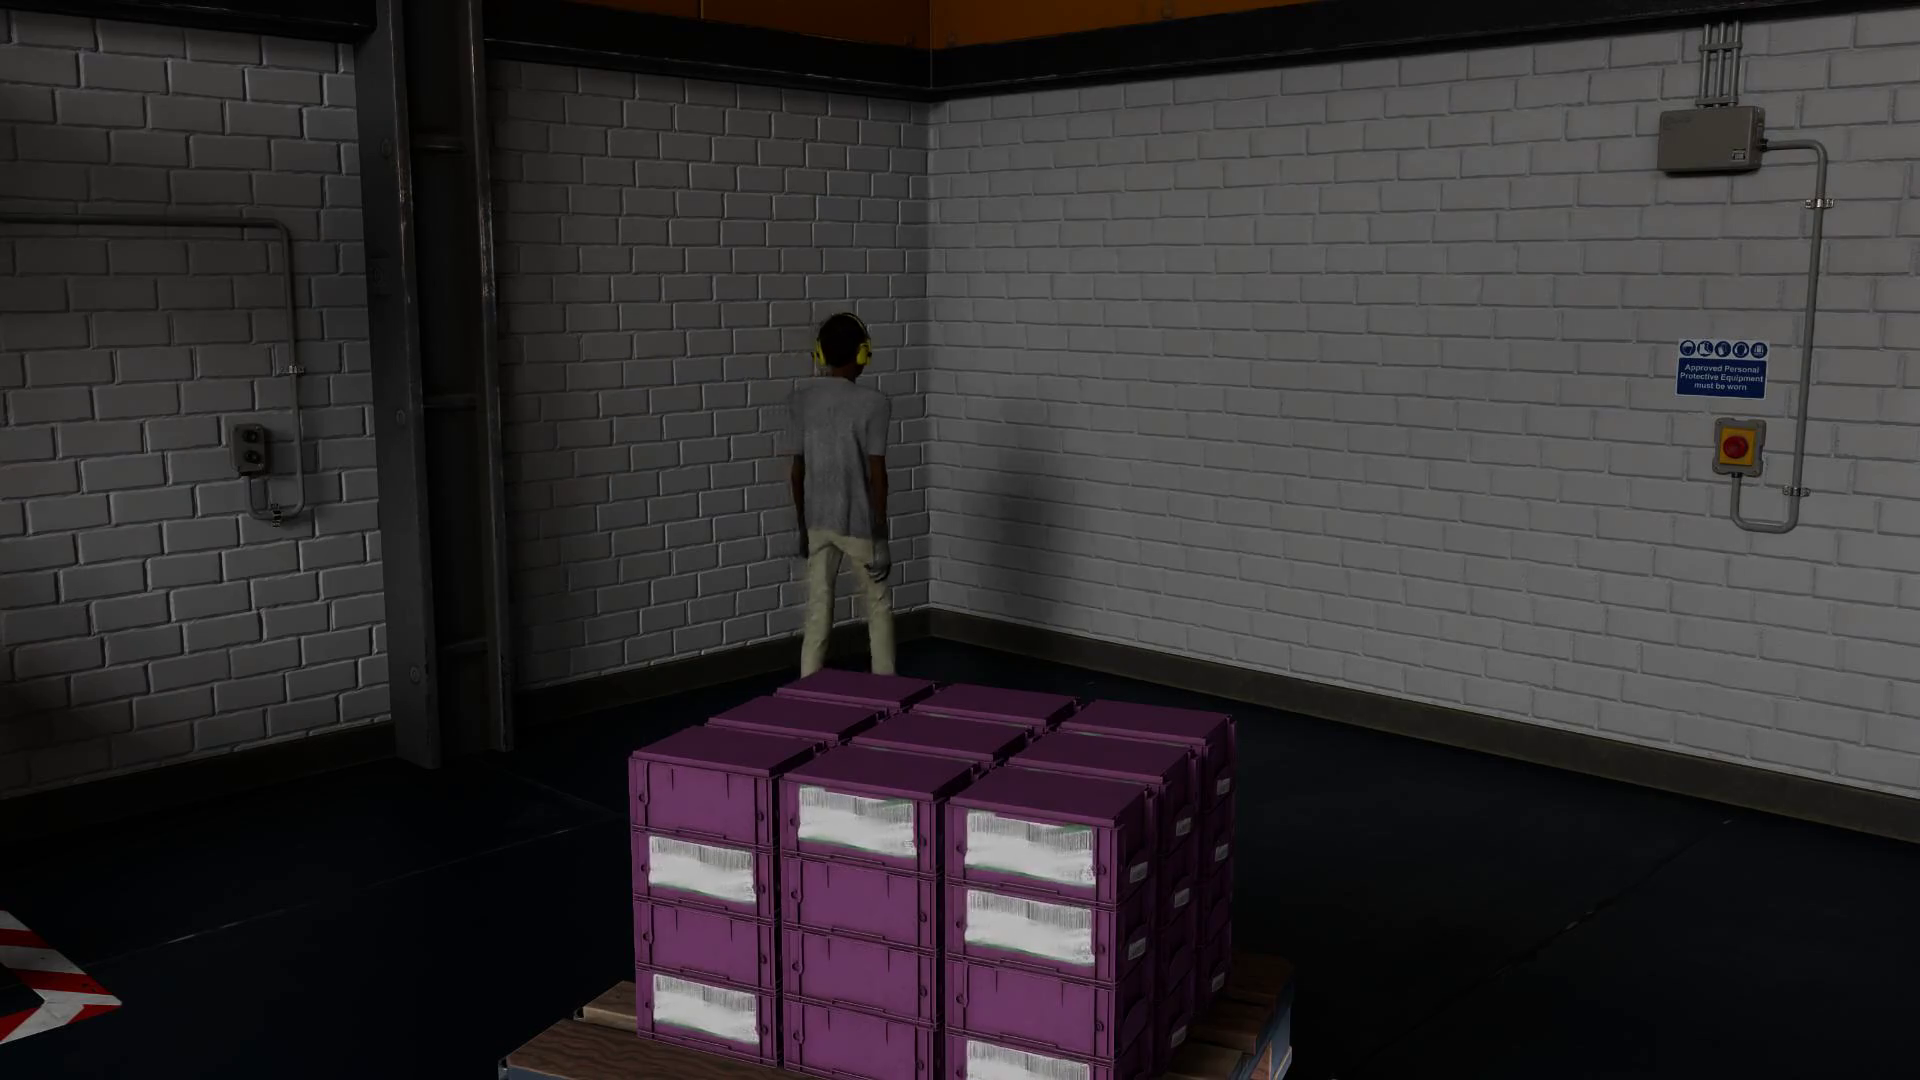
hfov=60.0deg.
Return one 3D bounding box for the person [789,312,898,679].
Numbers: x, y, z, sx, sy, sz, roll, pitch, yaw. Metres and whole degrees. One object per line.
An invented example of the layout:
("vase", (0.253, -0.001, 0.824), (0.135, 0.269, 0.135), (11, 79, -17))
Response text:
("person", (-0.461, -0.046, 7.154), (0.532, 1.831, 0.871), (4, 10, 23))
